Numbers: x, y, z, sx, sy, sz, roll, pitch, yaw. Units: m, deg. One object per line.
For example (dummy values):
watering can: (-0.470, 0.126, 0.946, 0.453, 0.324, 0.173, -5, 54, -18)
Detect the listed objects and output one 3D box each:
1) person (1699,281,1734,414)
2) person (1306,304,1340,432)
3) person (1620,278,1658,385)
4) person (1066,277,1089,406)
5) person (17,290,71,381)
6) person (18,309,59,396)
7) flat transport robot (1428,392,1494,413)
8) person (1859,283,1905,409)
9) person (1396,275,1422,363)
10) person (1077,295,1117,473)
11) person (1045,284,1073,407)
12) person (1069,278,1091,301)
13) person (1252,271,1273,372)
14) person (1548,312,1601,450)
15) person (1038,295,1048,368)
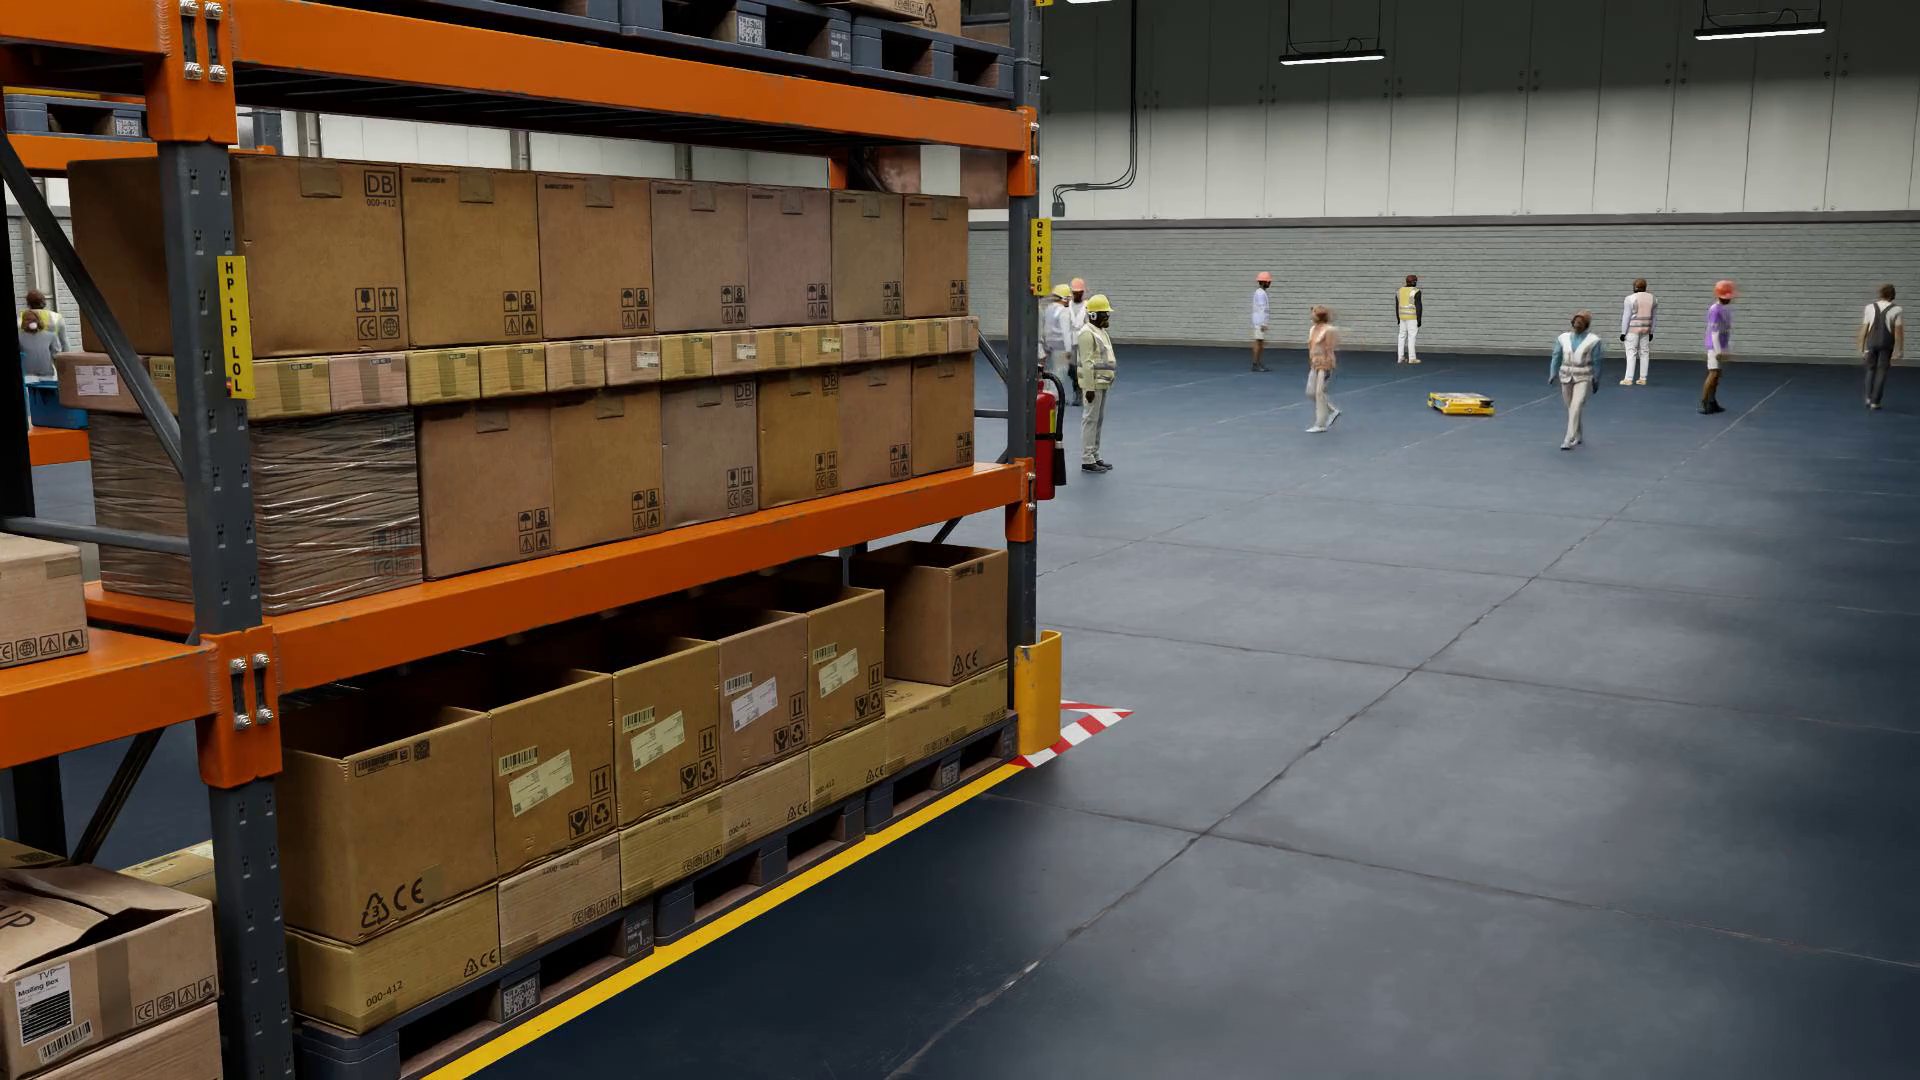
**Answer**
person: (10.751, -2.714, 23.518, 0.373, 1.884, 0.687, 8, 12, 39)
person: (4.610, -2.166, 21.026, 0.429, 1.623, 0.527, -3, 10, -16)
person: (11.710, -3.594, 28.767, 0.634, 1.840, 0.429, -2, 10, -12)
person: (1.772, -2.966, 24.868, 0.560, 1.915, 0.617, 3, 10, 17)
person: (-11.525, -2.226, 20.878, 0.613, 1.809, 0.933, -2, 10, -14)
person: (-10.882, -1.924, 19.646, 0.512, 1.612, 0.667, -8, 13, -40)
flat transport robot: (7.179, -1.976, 23.882, 0.652, 0.197, 1.431, 1, 10, 5)
person: (13.463, -2.815, 24.238, 0.599, 1.828, 0.557, -9, 13, -43)
person: (9.390, -4.609, 34.712, 0.429, 1.840, 0.636, -7, 12, -34)
person: (1.416, -1.611, 17.181, 0.404, 1.831, 0.600, 3, 10, 18)
person: (1.486, -2.863, 24.554, 0.436, 1.813, 0.626, -4, 10, -21)
person: (2.724, -5.130, 38.077, 0.529, 1.737, 0.843, 3, 10, 15)
person: (5.829, -4.202, 32.044, 0.372, 1.935, 0.551, 2, 10, 9)
person: (7.166, -1.856, 19.330, 0.513, 1.587, 0.891, 8, 13, 40)
person: (1.150, -3.106, 25.743, 0.483, 1.903, 0.618, 0, 10, -1)
